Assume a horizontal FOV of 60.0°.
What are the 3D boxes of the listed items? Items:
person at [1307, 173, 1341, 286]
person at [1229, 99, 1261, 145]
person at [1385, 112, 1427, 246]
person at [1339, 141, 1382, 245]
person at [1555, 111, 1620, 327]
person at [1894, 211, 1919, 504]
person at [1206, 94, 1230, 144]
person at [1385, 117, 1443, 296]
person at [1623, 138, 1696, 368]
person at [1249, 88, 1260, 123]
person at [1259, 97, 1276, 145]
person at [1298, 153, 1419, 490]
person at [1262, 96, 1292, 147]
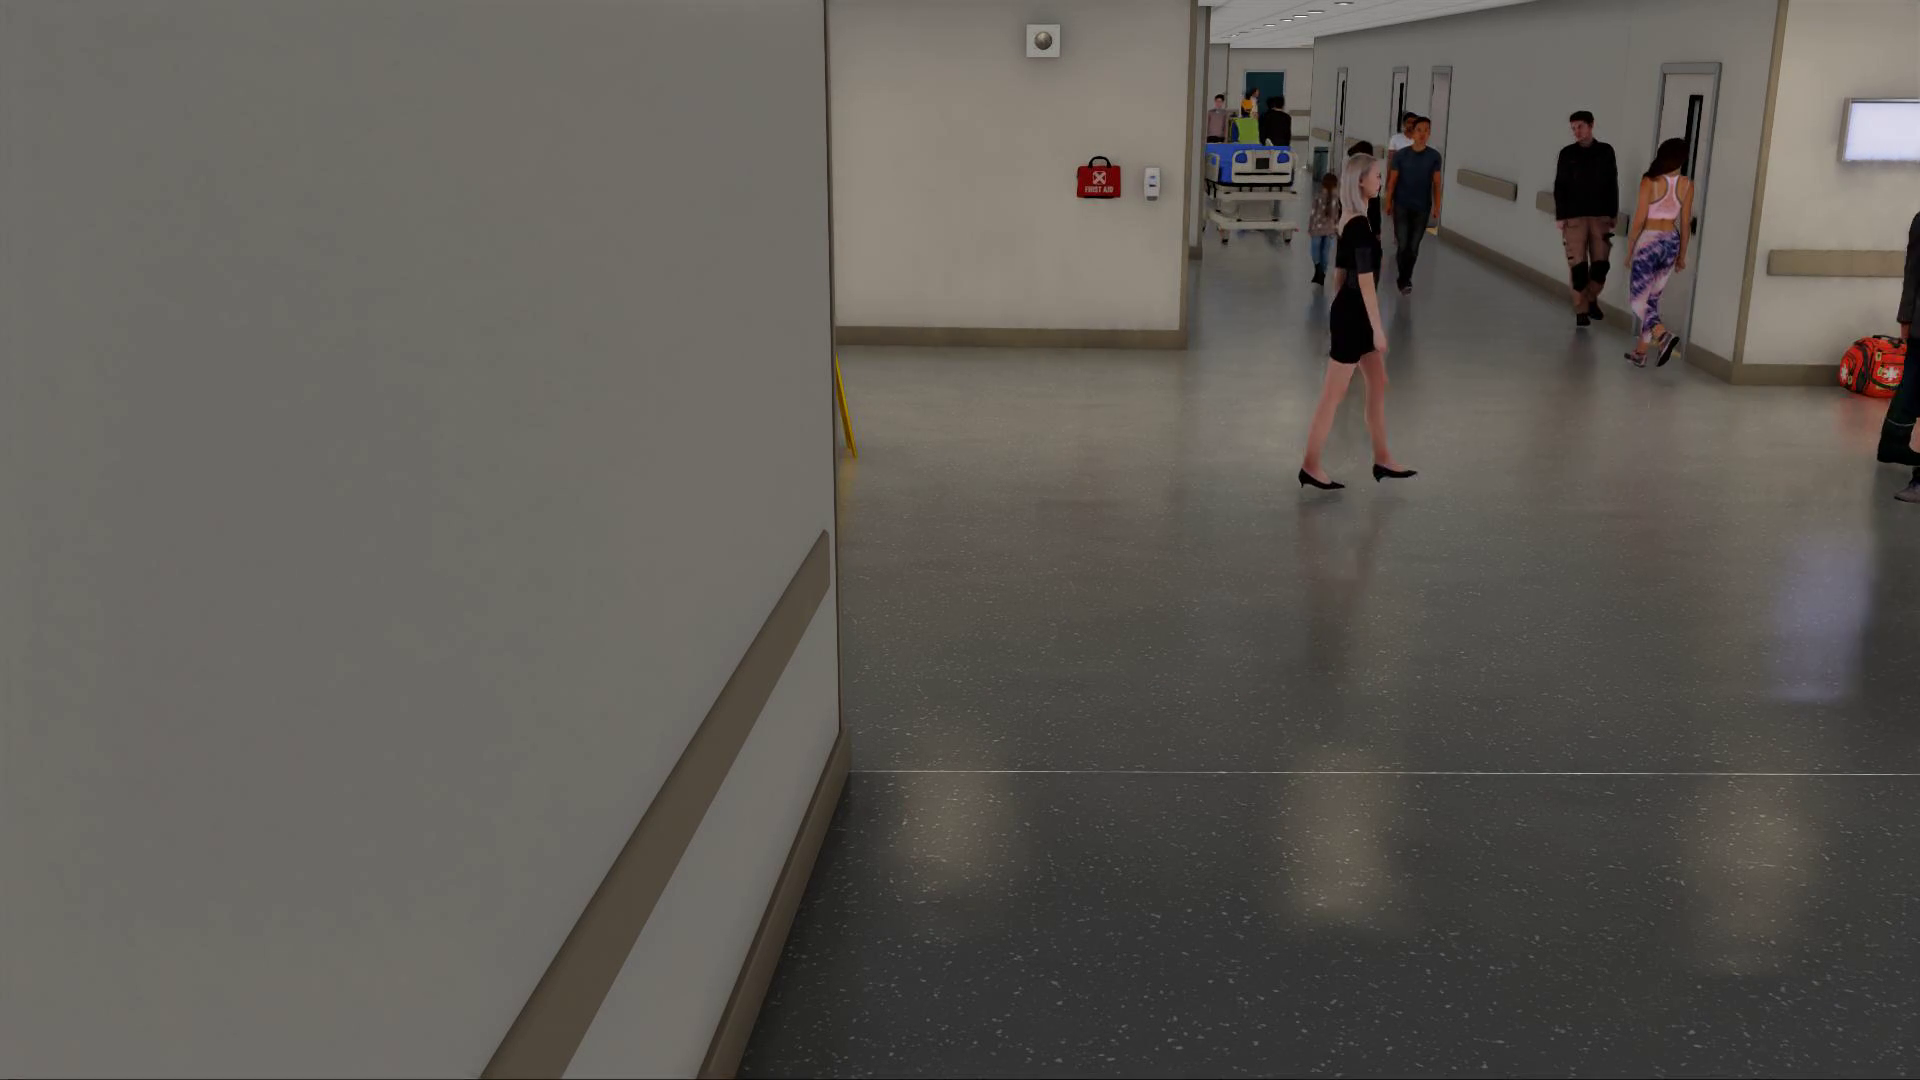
[{"bbox_3d":[3.928,-3.340,17.920,0.534,1.183,0.565,0,16,0],"label":"person"},{"bbox_3d":[4.626,-6.149,26.743,0.704,1.802,0.828,-3,16,-11],"label":"person"},{"bbox_3d":[5.893,-4.782,22.046,0.589,1.720,0.719,1,16,4],"label":"person"},{"bbox_3d":[3.609,-2.777,15.109,0.884,1.625,0.839,-15,22,-42],"label":"person"},{"bbox_3d":[5.597,-2.870,14.945,0.705,1.894,0.806,-1,16,-4],"label":"person"},{"bbox_3d":[5.291,-1.122,8.829,1.197,1.848,1.073,-9,18,-30],"label":"person"},{"bbox_3d":[5.190,-8.100,33.738,1.071,1.762,0.694,2,16,7],"label":"person"},{"bbox_3d":[4.616,-3.402,17.048,0.949,1.777,0.730,2,16,7],"label":"person"},{"bbox_3d":[5.314,-2.136,12.610,1.038,1.748,0.789,-2,16,-5],"label":"person"},{"bbox_3d":[7.283,-10.535,42.278,1.141,1.815,0.661,1,16,5],"label":"person"},{"bbox_3d":[6.449,-8.292,34.504,0.752,1.716,0.814,5,17,17],"label":"person"},{"bbox_3d":[2.020,-1.144,8.978,0.877,1.808,0.597,1,16,4],"label":"person"},{"bbox_3d":[5.818,-7.249,30.711,1.096,1.766,0.904,4,16,15],"label":"person"}]
